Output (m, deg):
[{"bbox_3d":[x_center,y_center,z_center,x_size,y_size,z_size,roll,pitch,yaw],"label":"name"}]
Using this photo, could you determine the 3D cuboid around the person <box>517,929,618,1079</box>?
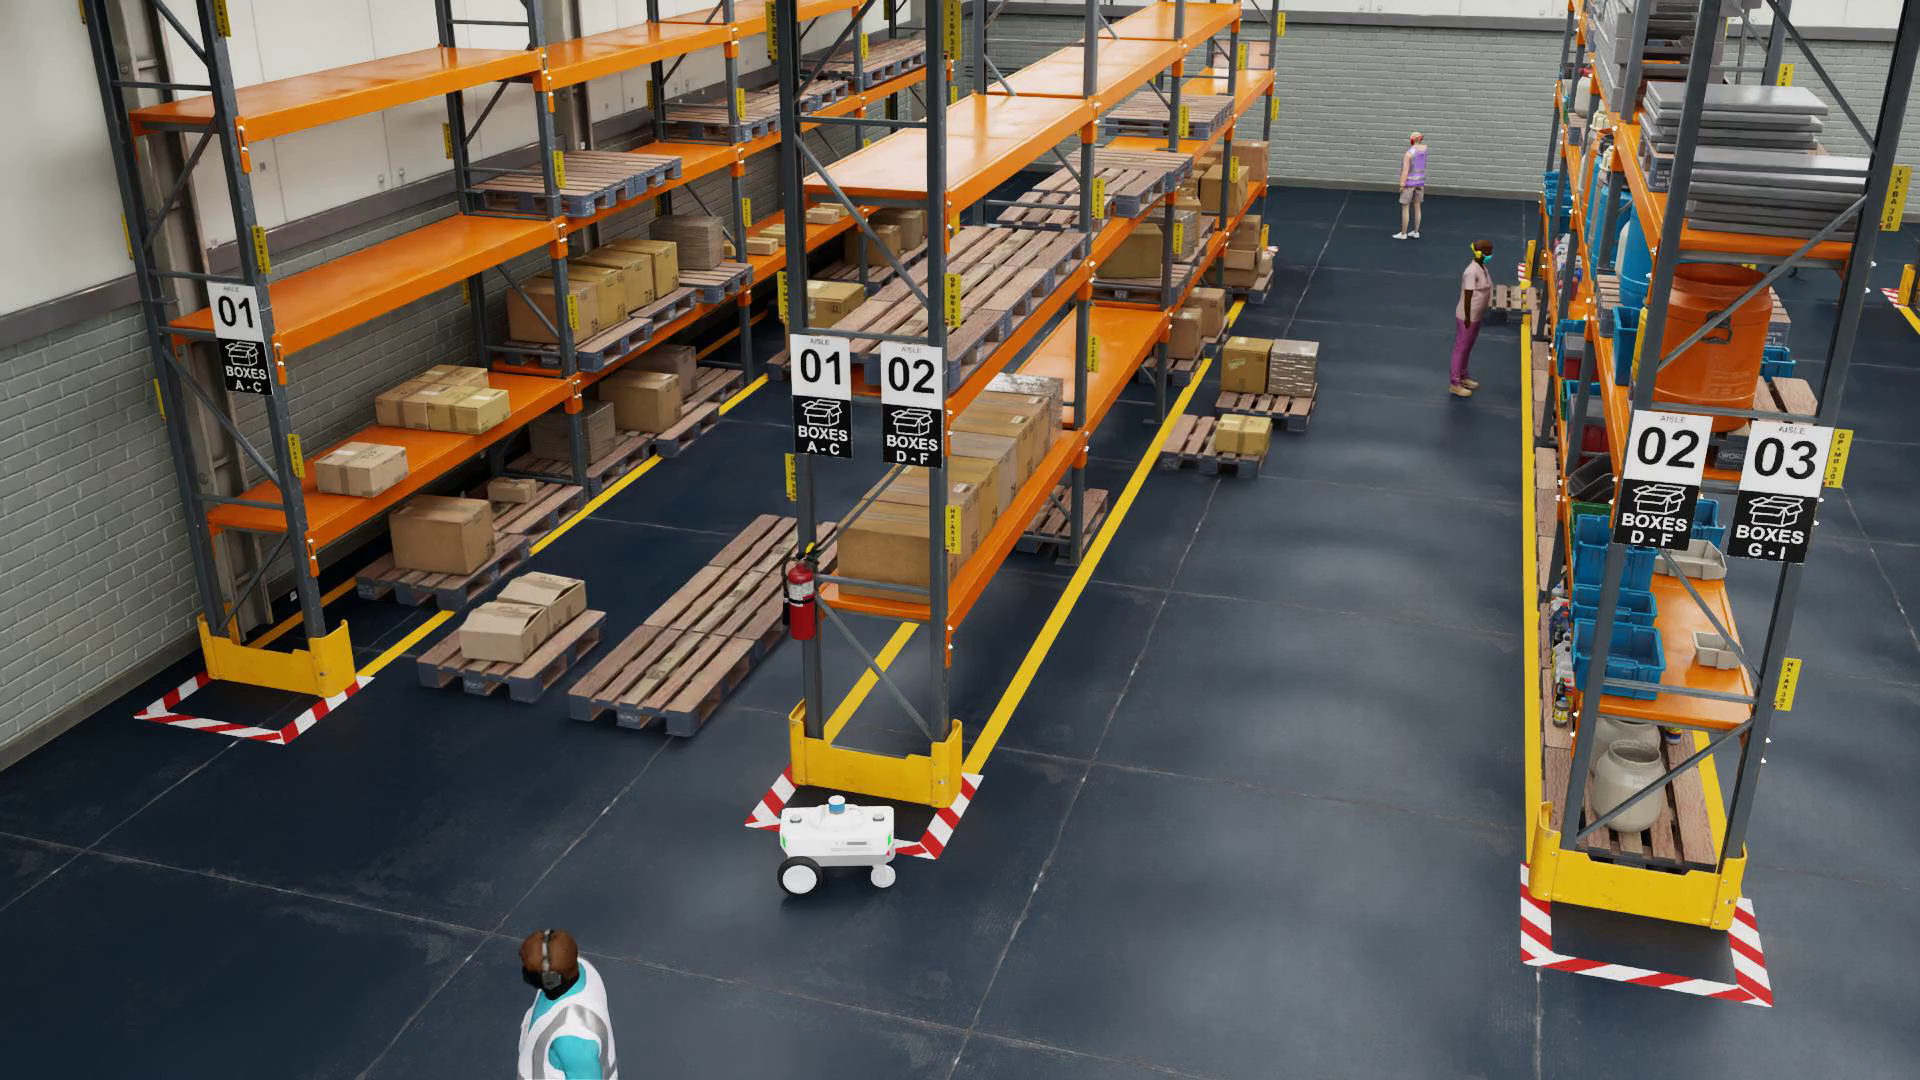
[{"bbox_3d":[-1.726,2.503,7.386,0.429,1.839,0.633,-6,24,-14],"label":"person"}]

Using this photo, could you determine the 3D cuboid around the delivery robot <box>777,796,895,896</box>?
[{"bbox_3d":[-0.800,1.895,10.441,0.791,0.614,0.499,-1,23,-2],"label":"delivery robot"}]

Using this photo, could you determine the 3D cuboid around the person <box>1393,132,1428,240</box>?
[{"bbox_3d":[7.184,-5.621,26.417,0.491,1.688,0.347,-13,27,-27],"label":"person"}]

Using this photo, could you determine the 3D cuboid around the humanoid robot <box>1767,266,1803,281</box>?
[{"bbox_3d":[12.101,-4.589,24.045,0.587,1.644,0.406,3,24,8],"label":"humanoid robot"}]

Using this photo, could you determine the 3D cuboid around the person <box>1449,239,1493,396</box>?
[{"bbox_3d":[5.923,-2.583,19.231,0.334,1.799,0.528,14,27,30],"label":"person"}]
